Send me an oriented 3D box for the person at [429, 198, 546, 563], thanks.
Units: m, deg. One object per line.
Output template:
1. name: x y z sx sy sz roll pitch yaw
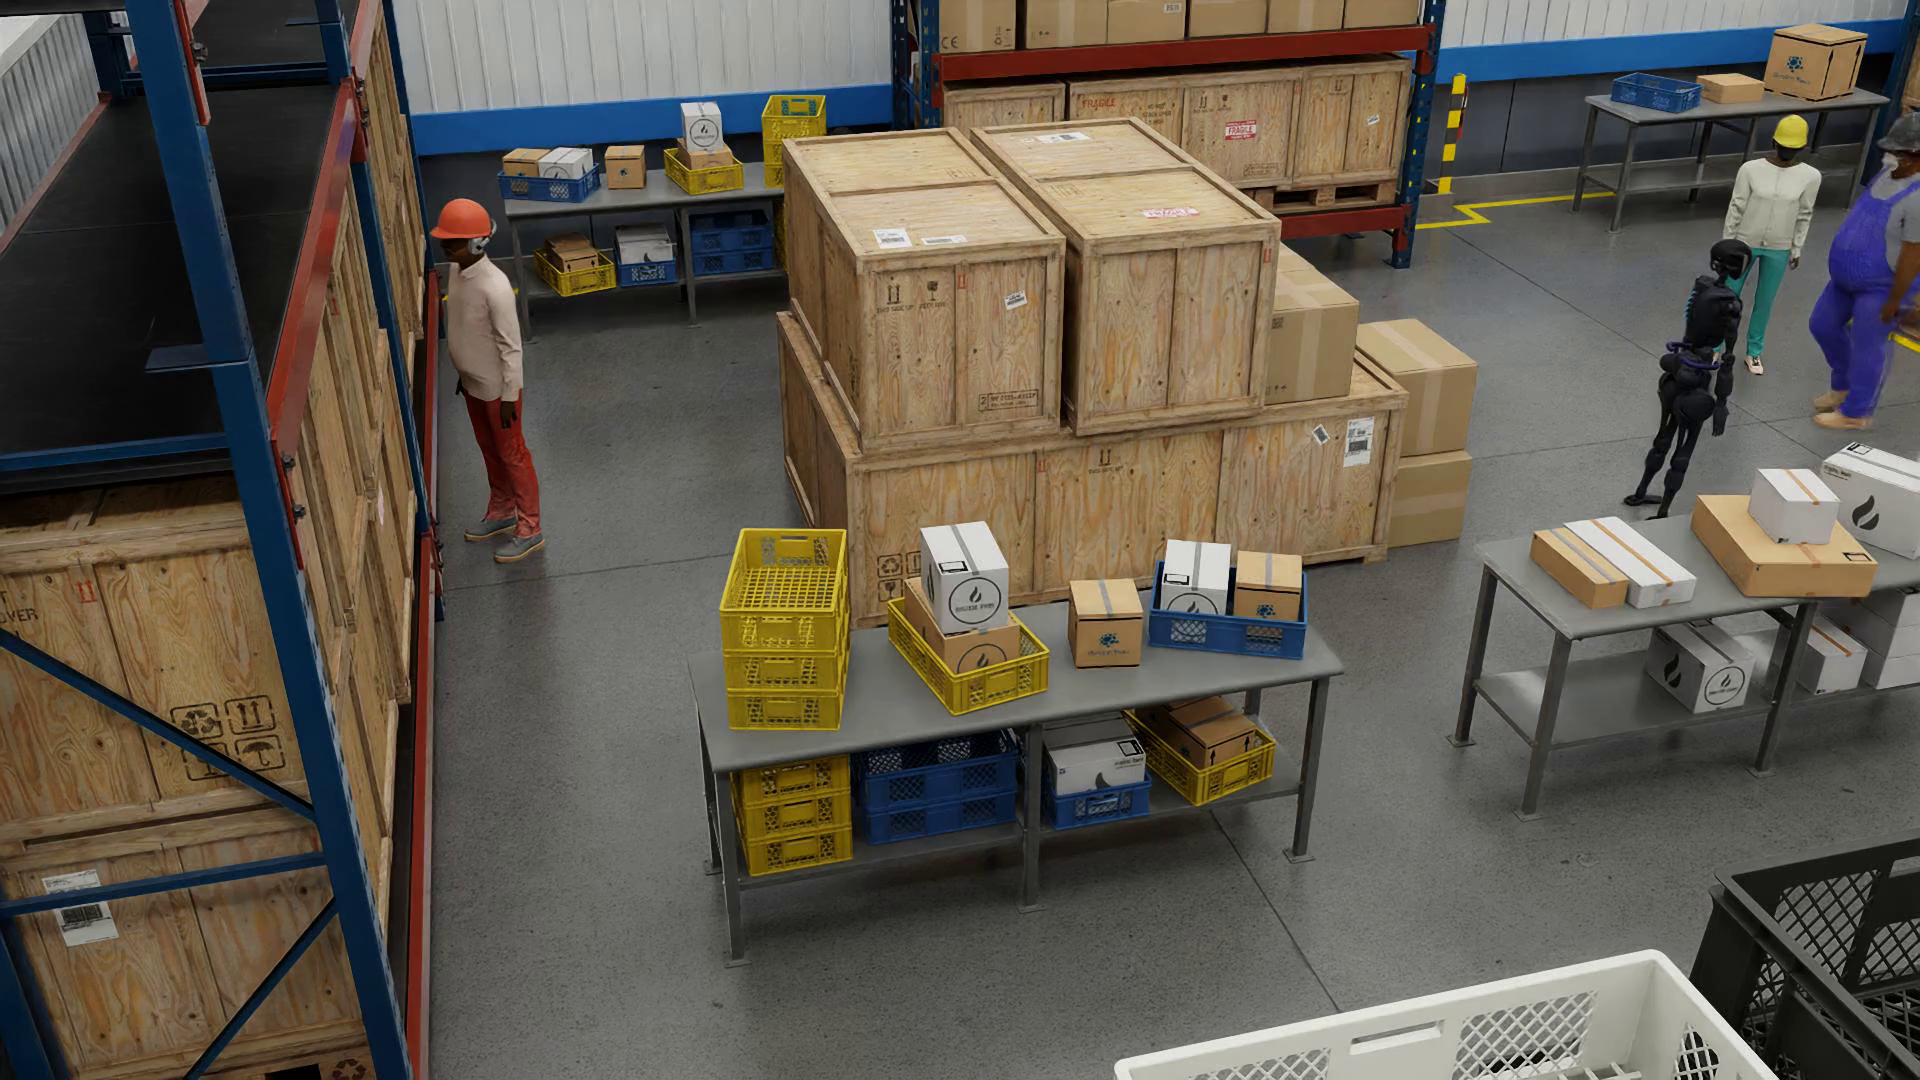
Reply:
1. person: -2.520 -0.846 8.862 0.376 1.997 0.610 -23 36 -35

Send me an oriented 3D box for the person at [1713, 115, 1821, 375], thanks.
1. person: 5.370 -1.966 11.134 0.522 1.766 0.311 8 30 15

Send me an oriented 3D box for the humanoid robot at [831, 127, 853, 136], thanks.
1. humanoid robot: -0.776 -1.936 11.156 0.598 1.657 0.324 3 29 5

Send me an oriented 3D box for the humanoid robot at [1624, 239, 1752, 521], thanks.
1. humanoid robot: 4.082 -0.879 9.249 0.360 1.648 0.570 -1 29 -3

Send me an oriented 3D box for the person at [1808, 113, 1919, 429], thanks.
1. person: 5.630 -1.639 10.257 0.536 2.000 0.710 1 29 2
